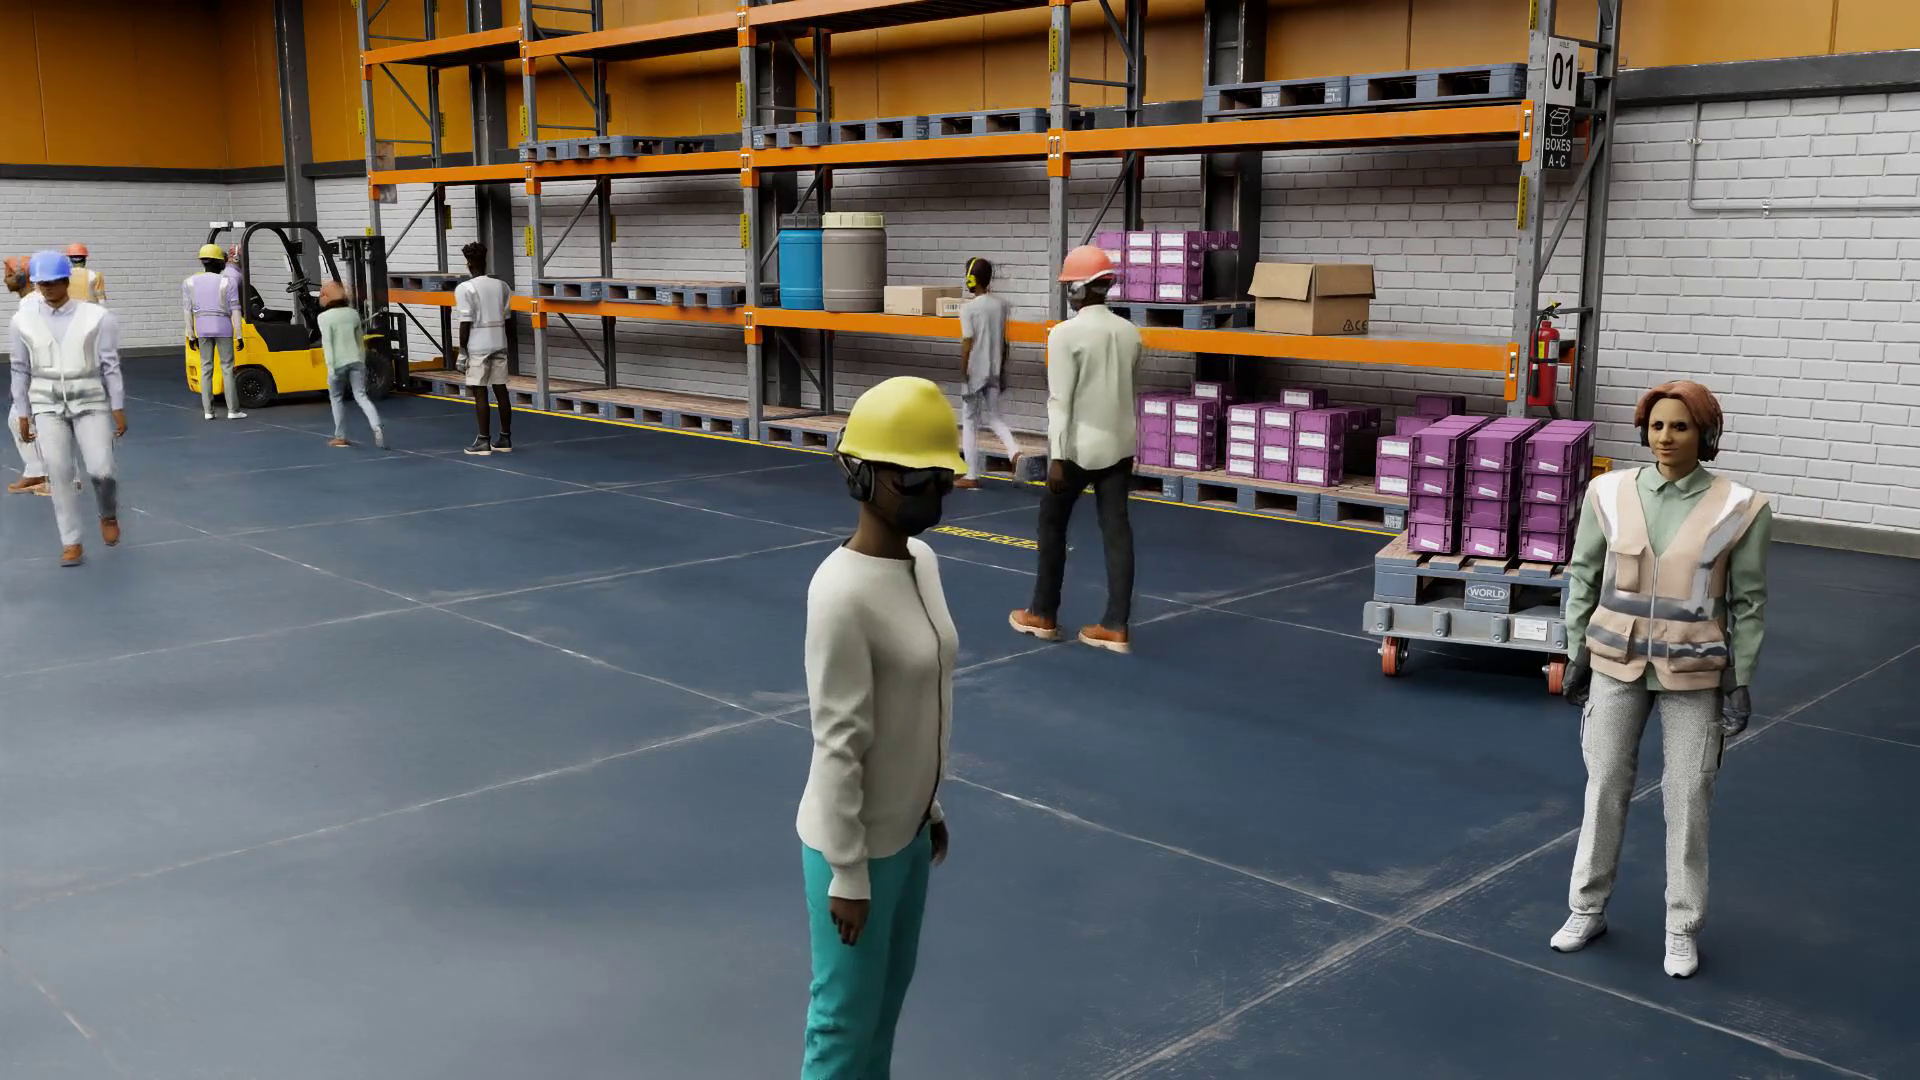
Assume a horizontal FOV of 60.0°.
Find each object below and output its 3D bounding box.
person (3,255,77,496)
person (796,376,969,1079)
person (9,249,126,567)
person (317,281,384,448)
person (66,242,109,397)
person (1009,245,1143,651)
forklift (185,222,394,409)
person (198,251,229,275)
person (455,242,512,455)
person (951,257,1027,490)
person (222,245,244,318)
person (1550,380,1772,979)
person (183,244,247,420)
[{"bbox_3d":[-7.227,-1.248,12.846,0.648,1.866,0.580,-5,12,-25],"label":"person"},{"bbox_3d":[-0.134,0.566,3.214,0.329,1.765,0.526,3,11,16],"label":"person"},{"bbox_3d":[-5.507,-0.819,10.290,0.634,1.934,0.561,-3,11,-17],"label":"person"},{"bbox_3d":[-5.795,-1.657,15.794,0.761,1.599,0.511,7,12,32],"label":"person"},{"bbox_3d":[-10.947,-2.746,20.804,0.550,1.936,0.376,-3,11,-14],"label":"person"},{"bbox_3d":[0.568,-0.460,8.240,0.659,1.964,0.834,-8,13,-37],"label":"person"},{"bbox_3d":[-8.169,-2.758,20.163,2.313,2.155,1.214,-10,14,-44],"label":"forklift"},{"bbox_3d":[-9.655,-2.889,21.932,0.642,1.809,0.832,4,11,21],"label":"person"},{"bbox_3d":[-4.408,-1.767,15.395,0.373,1.960,0.601,7,12,33],"label":"person"},{"bbox_3d":[0.222,-1.289,13.088,0.526,1.850,0.705,-8,13,-38],"label":"person"},{"bbox_3d":[-9.075,-2.763,21.007,0.404,1.900,0.644,-5,12,-25],"label":"person"},{"bbox_3d":[1.924,0.376,4.584,0.514,1.642,0.310,7,13,34],"label":"person"},{"bbox_3d":[-8.179,-2.275,18.267,0.591,1.923,0.381,-1,10,-5],"label":"person"}]
